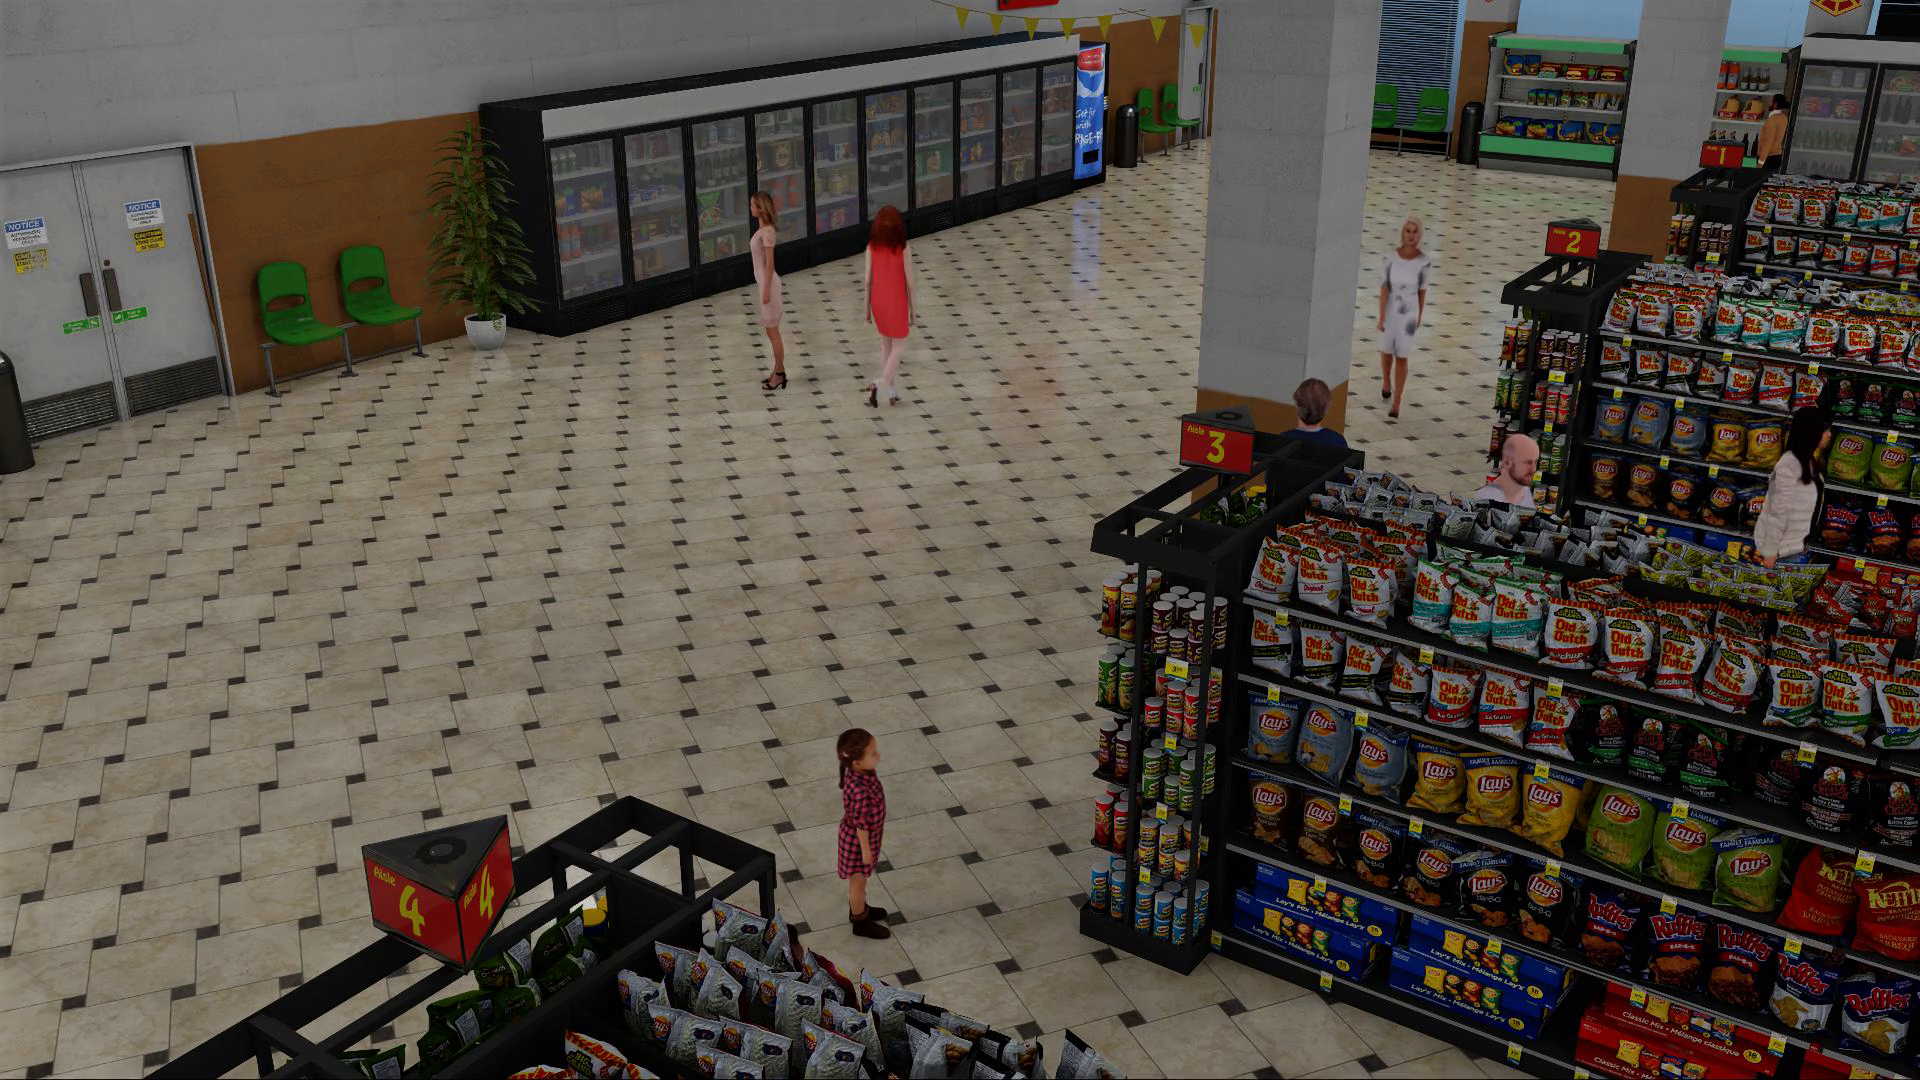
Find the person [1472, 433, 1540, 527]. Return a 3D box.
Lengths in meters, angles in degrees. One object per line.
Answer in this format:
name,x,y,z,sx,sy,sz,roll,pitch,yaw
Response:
person,2.819,0.306,8.791,0.621,1.838,0.692,19,28,39

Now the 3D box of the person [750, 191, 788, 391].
person,-1.742,-2.289,15.260,0.699,1.829,0.651,-2,22,-6

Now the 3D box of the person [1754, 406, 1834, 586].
person,4.804,-0.015,9.875,0.586,1.625,0.630,14,26,31

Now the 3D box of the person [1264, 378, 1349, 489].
person,1.958,-0.021,9.559,0.720,1.871,0.784,-3,22,-8

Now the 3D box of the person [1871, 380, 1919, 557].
person,5.811,-0.254,10.294,0.686,1.755,0.732,8,23,18

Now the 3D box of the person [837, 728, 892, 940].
person,-0.444,1.295,7.423,0.559,1.022,0.506,-2,22,-5

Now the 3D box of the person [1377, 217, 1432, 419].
person,3.847,-1.976,14.649,1.111,1.705,0.893,5,22,13

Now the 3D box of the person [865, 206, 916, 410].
person,-0.645,-1.967,14.493,1.069,1.804,0.880,7,23,16

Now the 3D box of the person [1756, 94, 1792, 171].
person,10.868,-5.103,22.362,0.607,1.755,0.676,18,28,37
